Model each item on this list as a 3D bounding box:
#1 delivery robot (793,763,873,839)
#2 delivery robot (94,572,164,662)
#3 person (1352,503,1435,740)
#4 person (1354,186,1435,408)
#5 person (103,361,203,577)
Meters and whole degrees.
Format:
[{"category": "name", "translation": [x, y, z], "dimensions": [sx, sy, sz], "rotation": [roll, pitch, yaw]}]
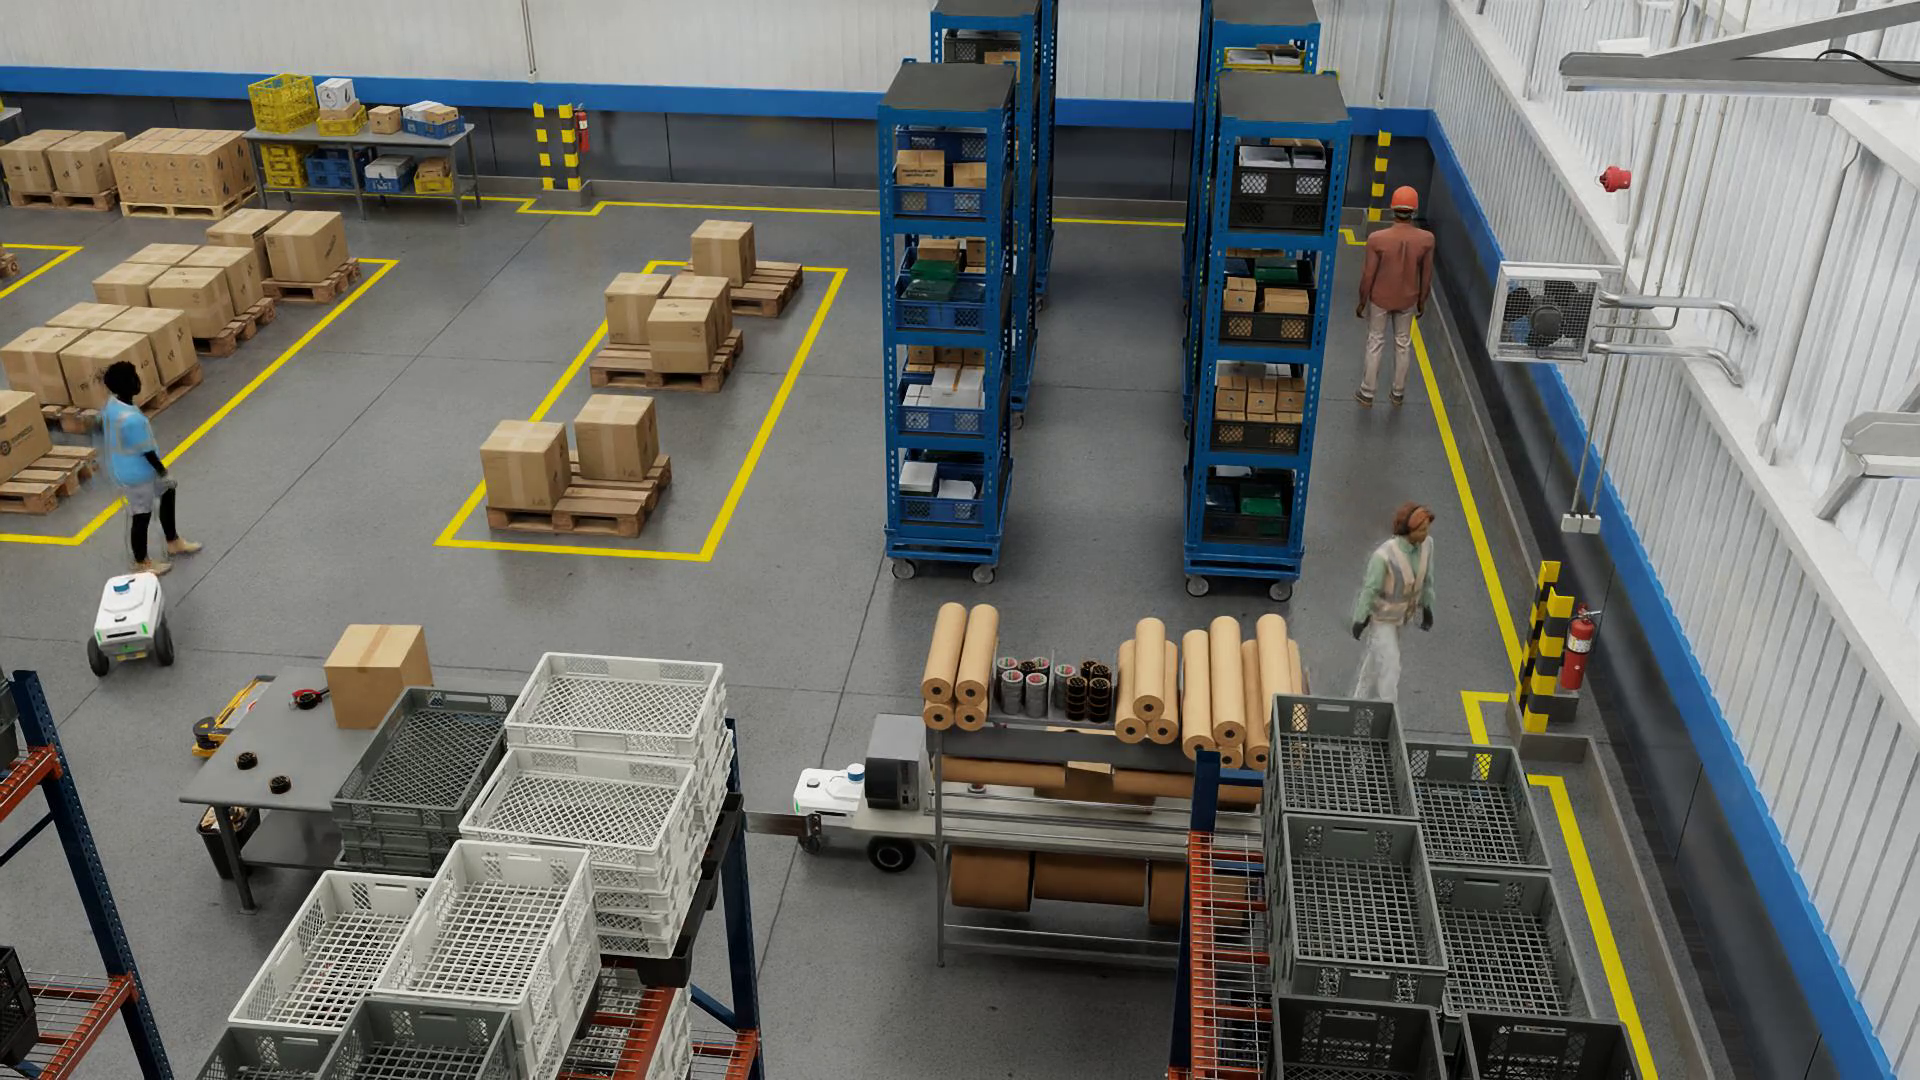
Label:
[{"category": "delivery robot", "translation": [-0.599, 1.520, 9.666], "dimensions": [0.707, 0.478, 0.477], "rotation": [4, 31, 7]}, {"category": "delivery robot", "translation": [-5.714, 0.492, 11.431], "dimensions": [0.477, 0.478, 0.707], "rotation": [-9, 31, -15]}, {"category": "person", "translation": [2.777, 0.521, 10.417], "dimensions": [0.533, 1.611, 0.699], "rotation": [-21, 36, -31]}, {"category": "person", "translation": [3.793, -2.122, 14.592], "dimensions": [0.622, 1.990, 0.388], "rotation": [-1, 30, -2]}, {"category": "person", "translation": [-5.923, -0.525, 12.161], "dimensions": [0.640, 1.676, 0.544], "rotation": [-17, 34, -26]}]
